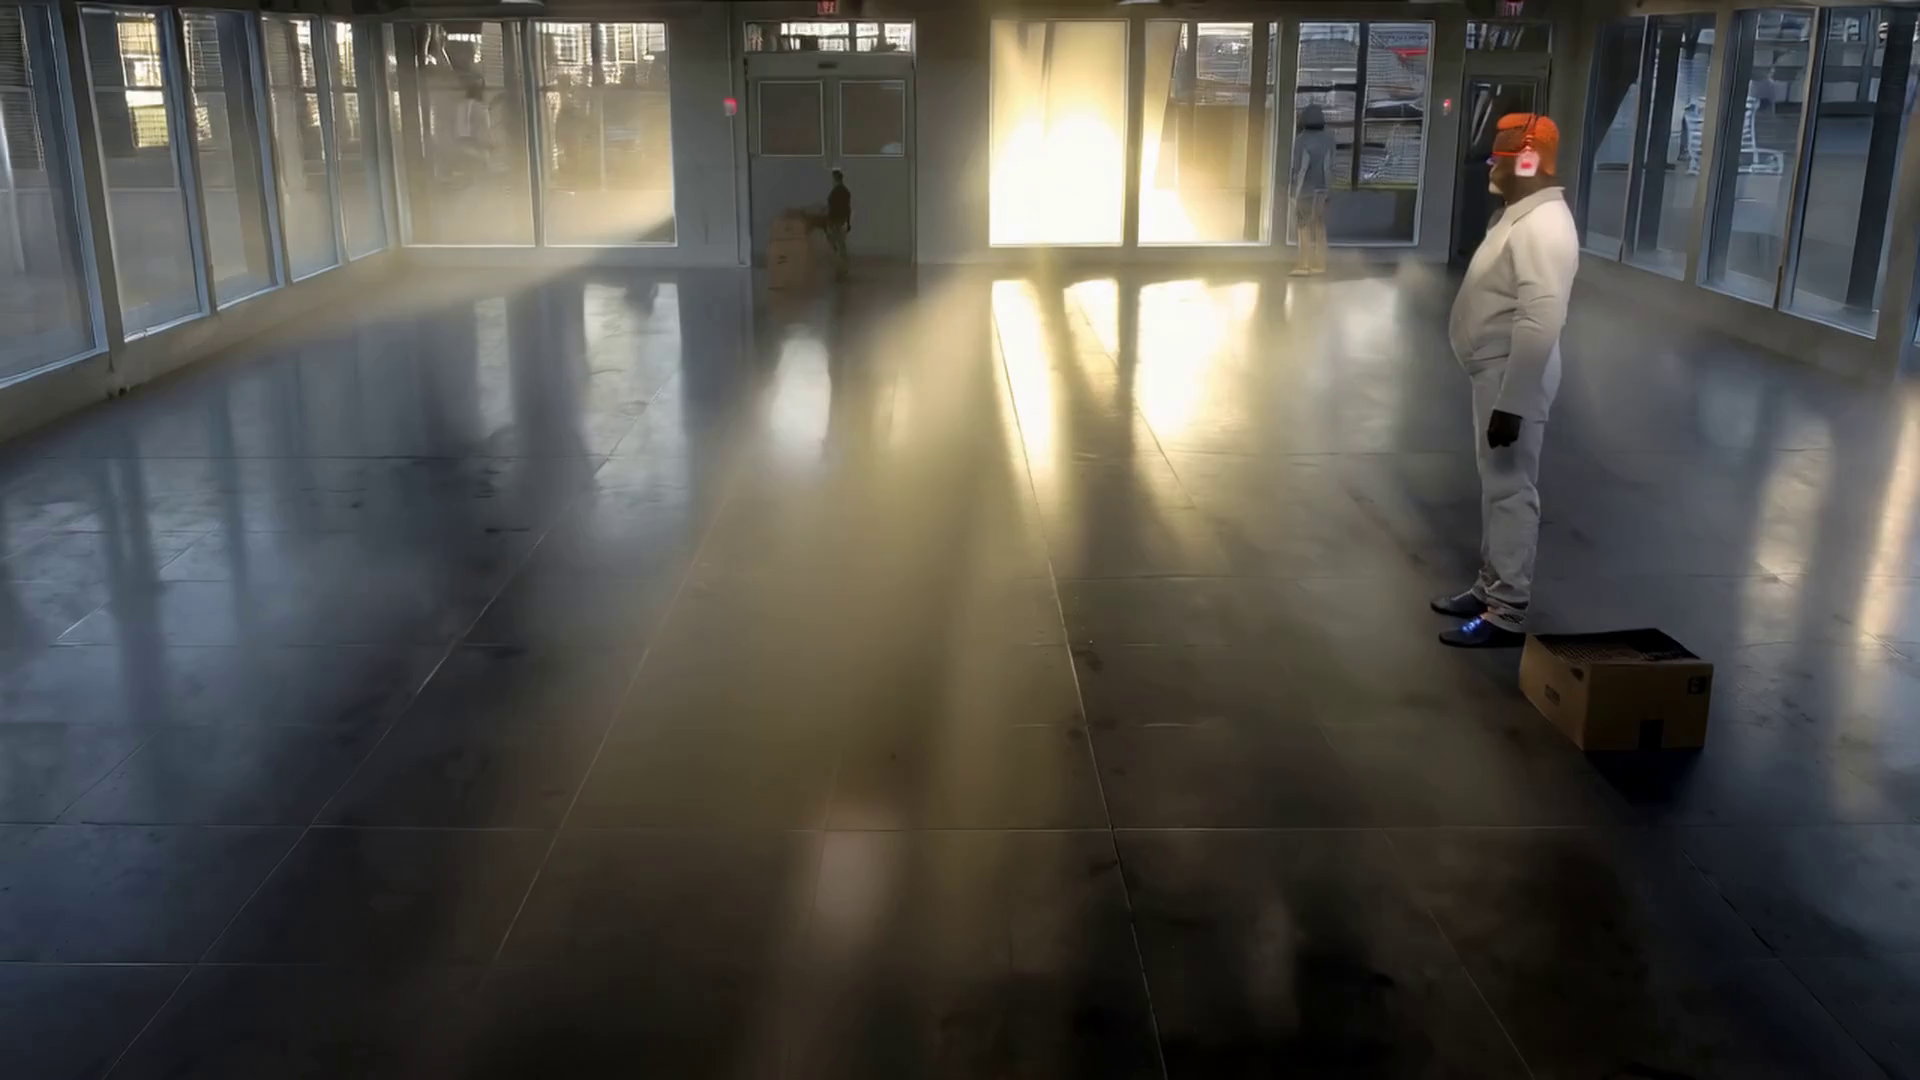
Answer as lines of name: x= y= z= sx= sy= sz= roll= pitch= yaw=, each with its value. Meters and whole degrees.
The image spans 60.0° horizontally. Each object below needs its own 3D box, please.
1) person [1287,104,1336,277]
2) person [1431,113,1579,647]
person: x=3.367 y=-3.345 z=15.963 sx=0.507 sy=1.630 sz=0.268 roll=-9 pitch=19 yaw=-28
person: x=1.957 y=-0.557 z=6.001 sx=0.408 sy=1.909 sz=0.638 roll=4 pitch=17 yaw=12
